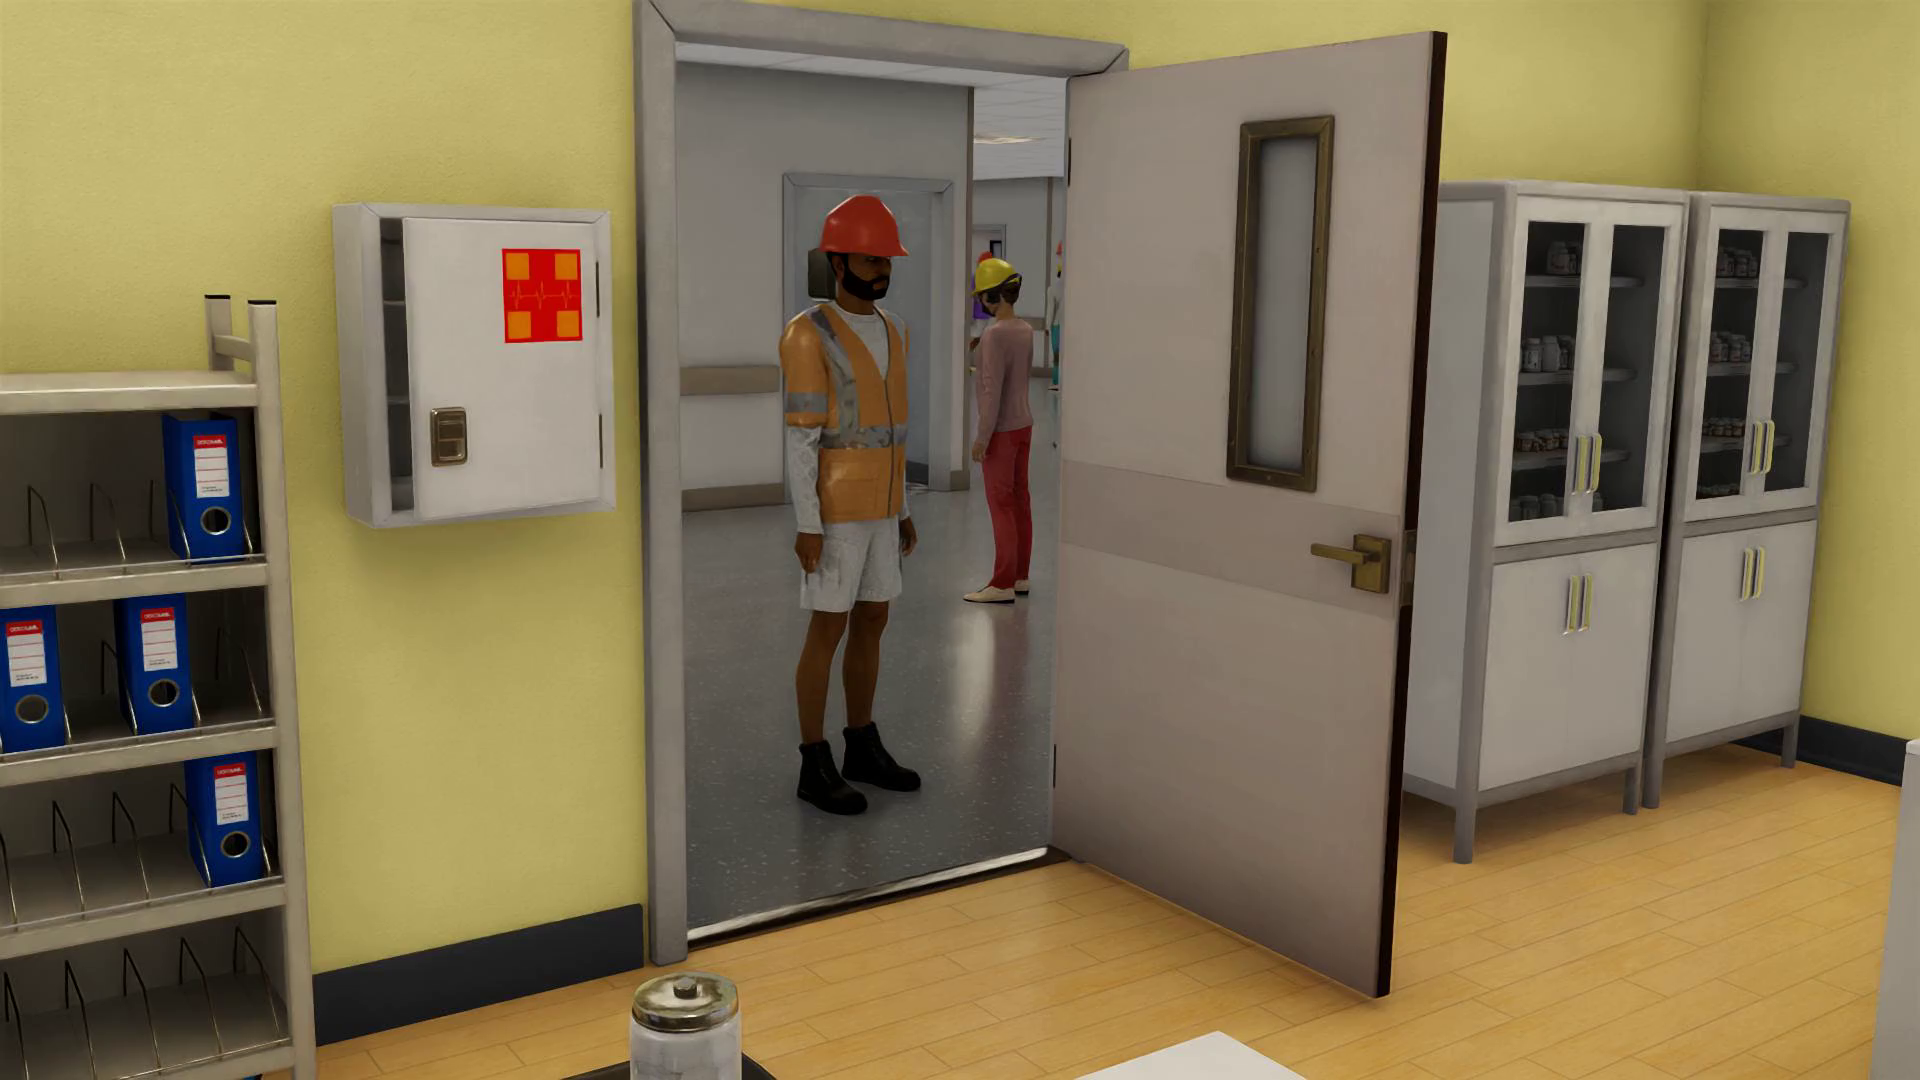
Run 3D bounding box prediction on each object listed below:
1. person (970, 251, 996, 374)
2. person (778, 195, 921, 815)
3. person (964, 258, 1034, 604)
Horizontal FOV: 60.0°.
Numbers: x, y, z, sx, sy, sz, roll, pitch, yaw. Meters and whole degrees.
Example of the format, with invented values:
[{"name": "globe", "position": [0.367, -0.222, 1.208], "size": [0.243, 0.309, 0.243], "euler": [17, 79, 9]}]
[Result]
[{"name": "person", "position": [0.331, -3.413, 25.197], "size": [0.554, 1.913, 0.864], "euler": [-4, 11, -28]}, {"name": "person", "position": [-0.321, -0.111, 5.303], "size": [0.356, 1.936, 0.551], "euler": [7, 12, 35]}, {"name": "person", "position": [0.199, -0.553, 8.530], "size": [0.327, 1.760, 0.523], "euler": [5, 10, 23]}]
